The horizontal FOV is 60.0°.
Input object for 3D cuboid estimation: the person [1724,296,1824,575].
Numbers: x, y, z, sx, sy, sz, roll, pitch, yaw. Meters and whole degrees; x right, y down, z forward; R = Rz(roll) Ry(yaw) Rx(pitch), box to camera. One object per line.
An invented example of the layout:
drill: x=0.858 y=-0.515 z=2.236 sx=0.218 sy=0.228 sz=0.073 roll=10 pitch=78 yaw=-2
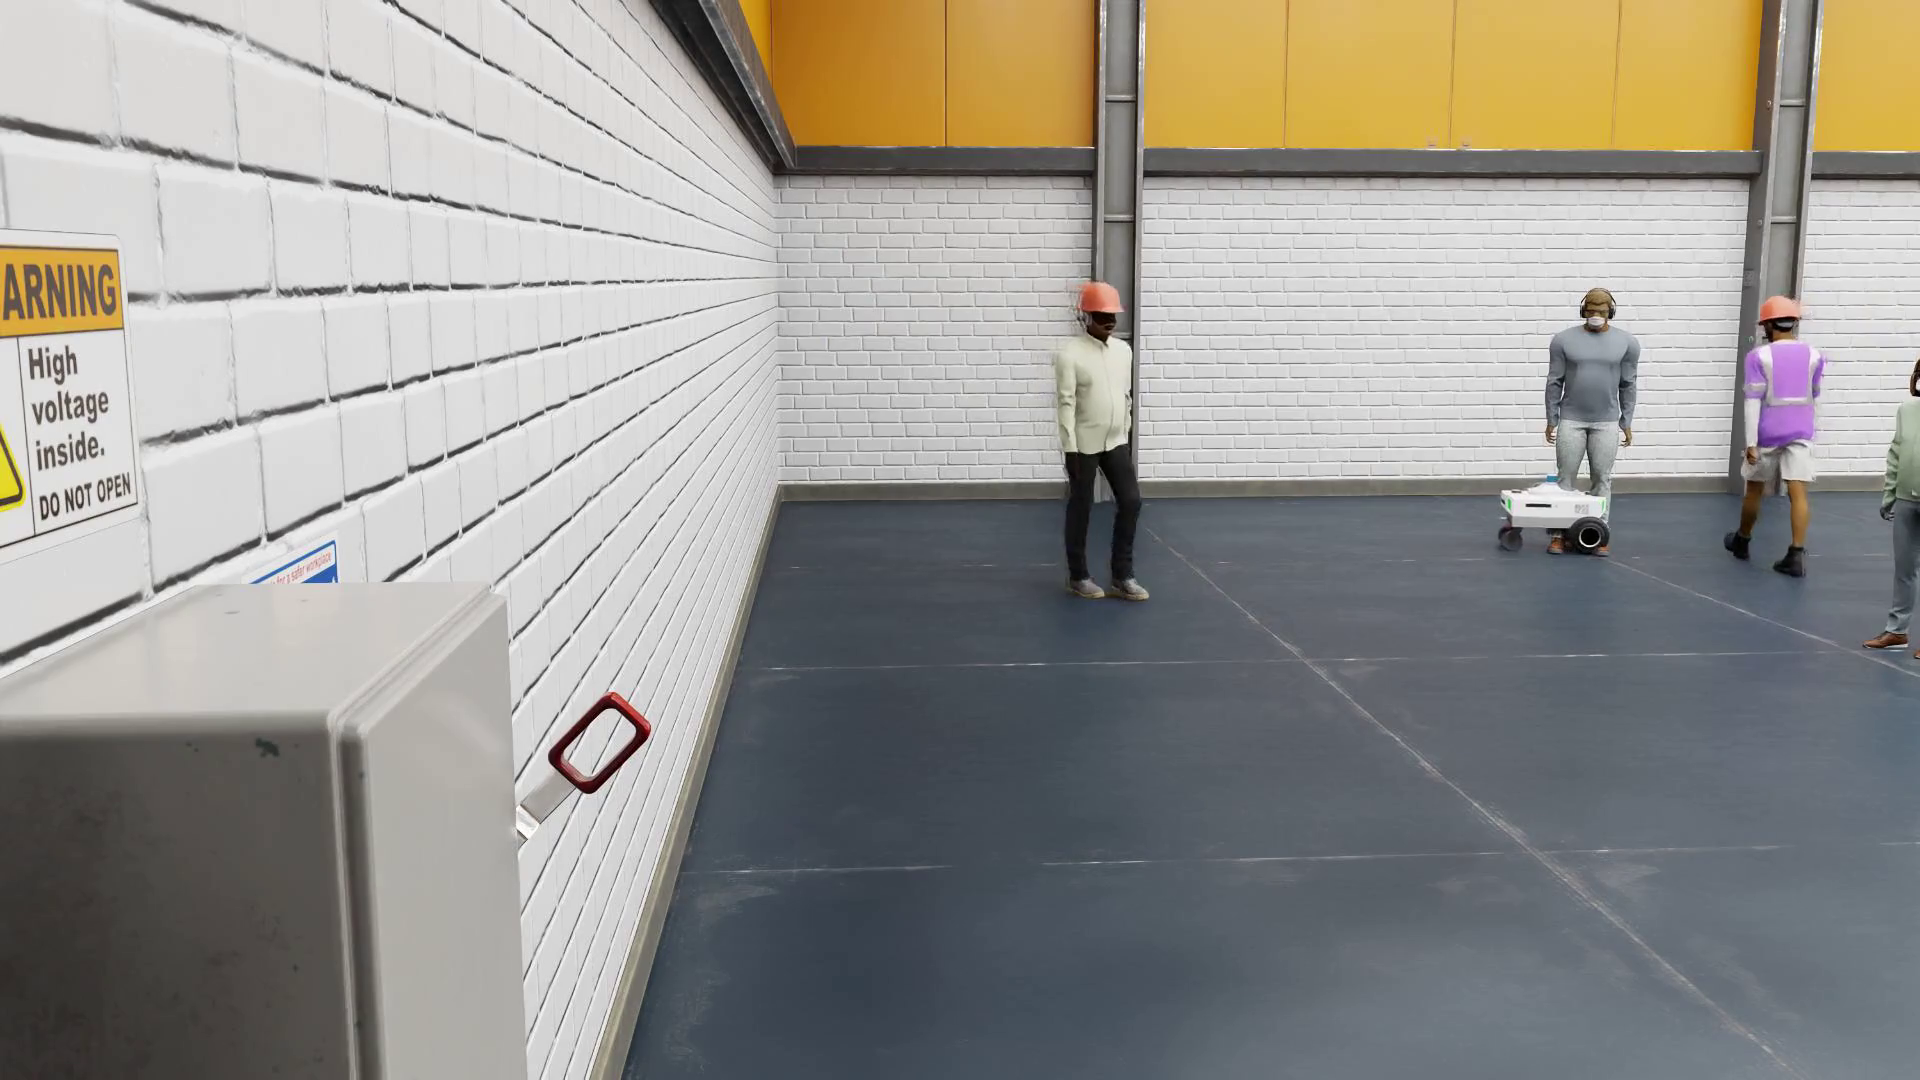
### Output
person: x=5.641 y=-0.737 z=11.490 sx=0.559 sy=1.871 sz=1.016 roll=1 pitch=9 yaw=4

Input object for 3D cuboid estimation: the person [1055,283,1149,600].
person: x=0.894 y=-0.584 z=10.237 sx=0.639 sy=1.966 sz=0.730 roll=-6 pitch=11 yaw=-35

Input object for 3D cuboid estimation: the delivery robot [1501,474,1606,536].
delivery robot: x=4.357 y=-0.243 z=12.240 sx=0.707 sy=0.478 sz=0.477 roll=2 pitch=9 yaw=10

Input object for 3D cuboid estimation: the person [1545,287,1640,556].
person: x=4.543 y=-0.845 z=12.004 sx=0.627 sy=1.934 sz=0.370 roll=3 pitch=10 yaw=19

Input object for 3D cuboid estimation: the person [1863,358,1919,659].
person: x=5.114 y=-0.188 z=8.812 sx=0.278 sy=1.634 sz=0.497 roll=-3 pitch=10 yaw=-21
